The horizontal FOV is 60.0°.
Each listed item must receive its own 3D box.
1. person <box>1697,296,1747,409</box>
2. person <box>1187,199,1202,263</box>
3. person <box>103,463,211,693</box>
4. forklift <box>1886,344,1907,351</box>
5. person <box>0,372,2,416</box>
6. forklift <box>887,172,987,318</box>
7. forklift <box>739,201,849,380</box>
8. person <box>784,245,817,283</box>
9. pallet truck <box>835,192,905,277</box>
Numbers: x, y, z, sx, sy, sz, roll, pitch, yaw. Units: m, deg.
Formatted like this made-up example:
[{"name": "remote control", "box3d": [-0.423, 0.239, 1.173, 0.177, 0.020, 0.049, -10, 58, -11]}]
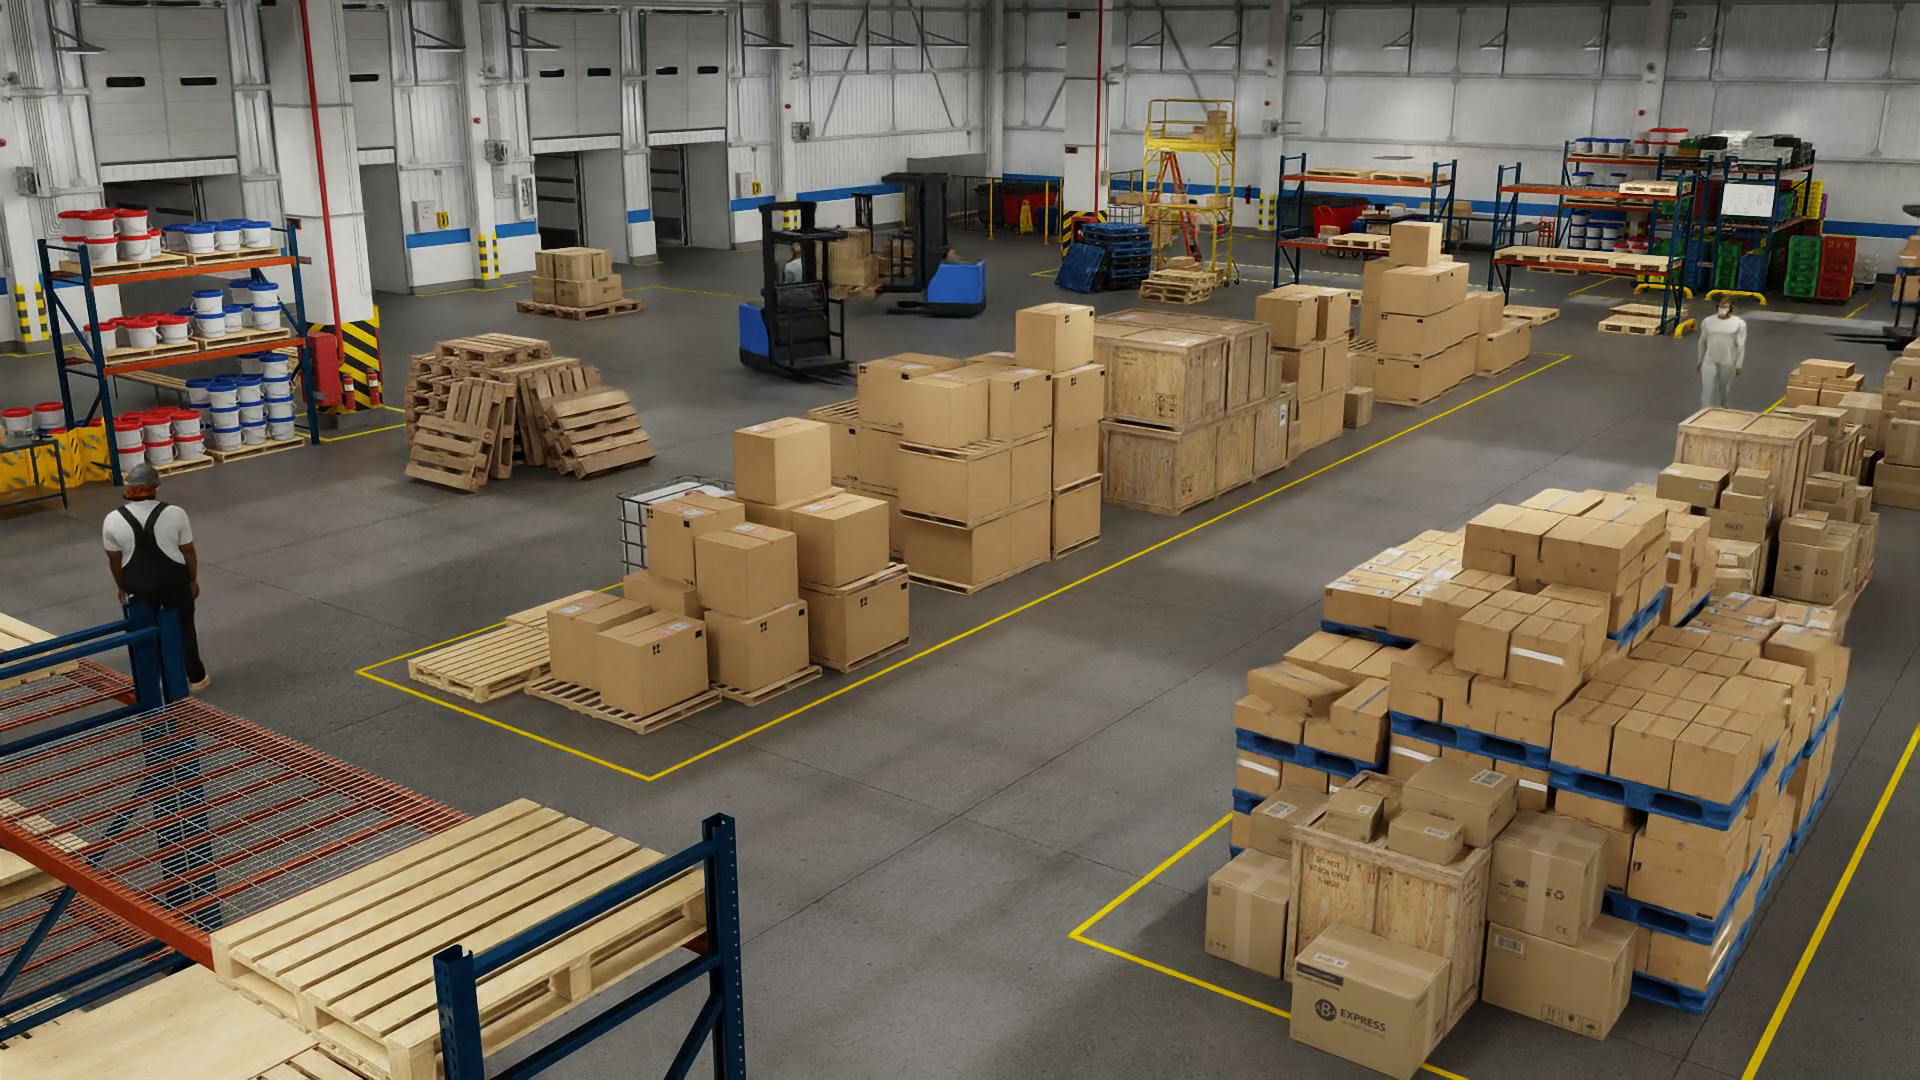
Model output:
[{"name": "person", "box3d": [10.983, -2.590, 24.028, 0.639, 1.903, 0.968, 11, 20, 33]}, {"name": "person", "box3d": [5.729, -7.467, 40.549, 0.411, 1.683, 0.552, 6, 18, 20]}, {"name": "person", "box3d": [-6.809, 0.327, 14.121, 0.673, 2.000, 0.536, -4, 17, -14]}, {"name": "forklift", "box3d": [17.414, -4.524, 28.755, 1.873, 2.768, 1.129, 4, 17, 12]}, {"name": "person", "box3d": [-14.158, -2.524, 23.862, 0.605, 1.869, 1.055, 0, 17, 1]}, {"name": "forklift", "box3d": [-0.447, -5.970, 33.542, 1.873, 2.768, 1.129, 3, 17, 10]}, {"name": "forklift", "box3d": [-2.849, -4.232, 27.787, 1.129, 2.768, 1.873, -12, 21, -34]}, {"name": "person", "box3d": [-2.841, -4.310, 29.674, 0.634, 1.930, 0.384, -9, 19, -28]}, {"name": "pallet truck", "box3d": [-1.936, -7.159, 38.982, 1.885, 1.965, 0.823, -12, 21, -34]}]
